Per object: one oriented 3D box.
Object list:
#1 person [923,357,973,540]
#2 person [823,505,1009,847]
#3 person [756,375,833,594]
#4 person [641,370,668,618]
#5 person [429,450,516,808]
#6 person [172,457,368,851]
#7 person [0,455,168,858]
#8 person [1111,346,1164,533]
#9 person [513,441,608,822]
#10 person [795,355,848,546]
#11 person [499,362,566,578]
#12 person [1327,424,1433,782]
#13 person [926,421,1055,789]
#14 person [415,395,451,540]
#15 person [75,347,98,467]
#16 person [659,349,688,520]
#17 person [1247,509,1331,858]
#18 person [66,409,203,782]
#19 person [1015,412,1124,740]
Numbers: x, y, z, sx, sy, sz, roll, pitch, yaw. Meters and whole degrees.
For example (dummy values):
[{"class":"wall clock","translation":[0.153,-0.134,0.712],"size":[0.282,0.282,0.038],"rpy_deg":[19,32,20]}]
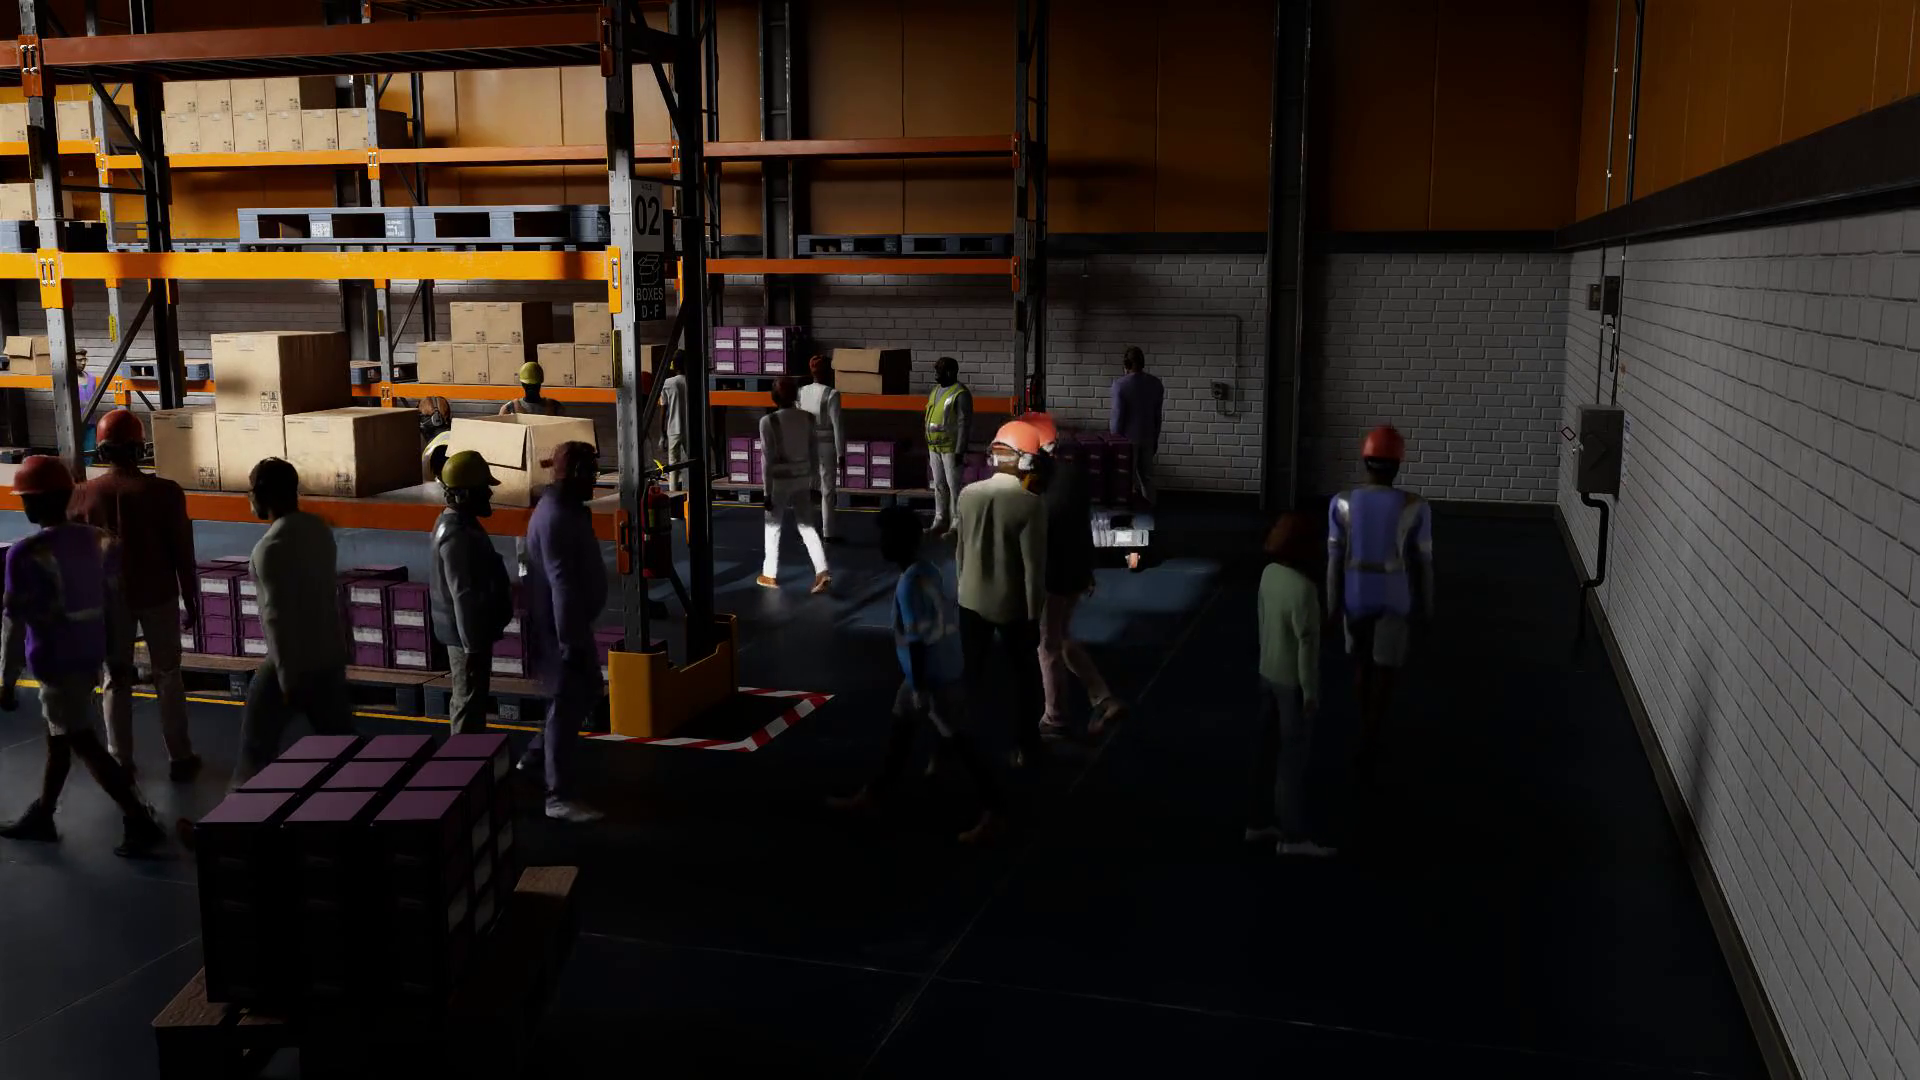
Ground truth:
[{"class":"person","translation":[-0.140,-0.929,16.834],"size":[0.429,1.844,0.627],"rpy_deg":[-6,11,-34]},{"class":"person","translation":[-0.208,0.644,7.931],"size":[0.969,1.608,0.543],"rpy_deg":[0,9,3]},{"class":"person","translation":[-1.399,-0.465,14.009],"size":[0.588,1.851,0.947],"rpy_deg":[-7,12,-37]},{"class":"person","translation":[-2.498,-0.360,13.066],"size":[0.353,1.939,0.544],"rpy_deg":[-2,10,-12]},{"class":"person","translation":[-2.456,0.459,8.395],"size":[0.404,1.831,0.600],"rpy_deg":[-3,10,-18]},{"class":"person","translation":[-3.144,0.563,7.644],"size":[0.995,1.878,0.618],"rpy_deg":[1,9,7]},{"class":"person","translation":[-4.137,0.544,7.726],"size":[0.998,1.893,0.563],"rpy_deg":[3,10,16]},{"class":"person","translation":[1.789,-1.011,17.043],"size":[0.627,1.938,0.372],"rpy_deg":[-5,11,-30]},{"class":"person","translation":[-1.970,0.458,8.260],"size":[0.444,1.889,0.816],"rpy_deg":[-1,9,-8]},{"class":"person","translation":[-1.367,-0.877,16.385],"size":[0.584,1.882,0.346],"rpy_deg":[6,11,34]},{"class":"person","translation":[-3.754,-0.618,14.723],"size":[0.581,1.919,0.393],"rpy_deg":[-5,10,-26]},{"class":"person","translation":[2.246,0.331,8.976],"size":[0.555,1.906,0.912],"rpy_deg":[4,10,24]},{"class":"person","translation":[0.165,0.341,8.836],"size":[0.658,1.940,1.027],"rpy_deg":[7,11,35]},{"class":"person","translation":[-3.712,-0.121,11.941],"size":[0.429,1.836,0.625],"rpy_deg":[-3,10,-16]},{"class":"person","translation":[-10.059,-1.280,18.966],"size":[0.374,1.840,0.571],"rpy_deg":[2,10,15]},{"class":"person","translation":[-3.021,-1.139,18.079],"size":[0.499,1.861,0.327],"rpy_deg":[-4,10,-22]},{"class":"person","translation":[1.542,0.663,7.773],"size":[0.278,1.630,0.503],"rpy_deg":[-2,10,-14]},{"class":"person","translation":[-4.383,0.302,8.855],"size":[0.611,1.997,0.375],"rpy_deg":[-3,10,-16]},{"class":"person","translation":[0.578,0.230,9.471],"size":[0.520,1.937,0.697],"rpy_deg":[5,11,30]}]
